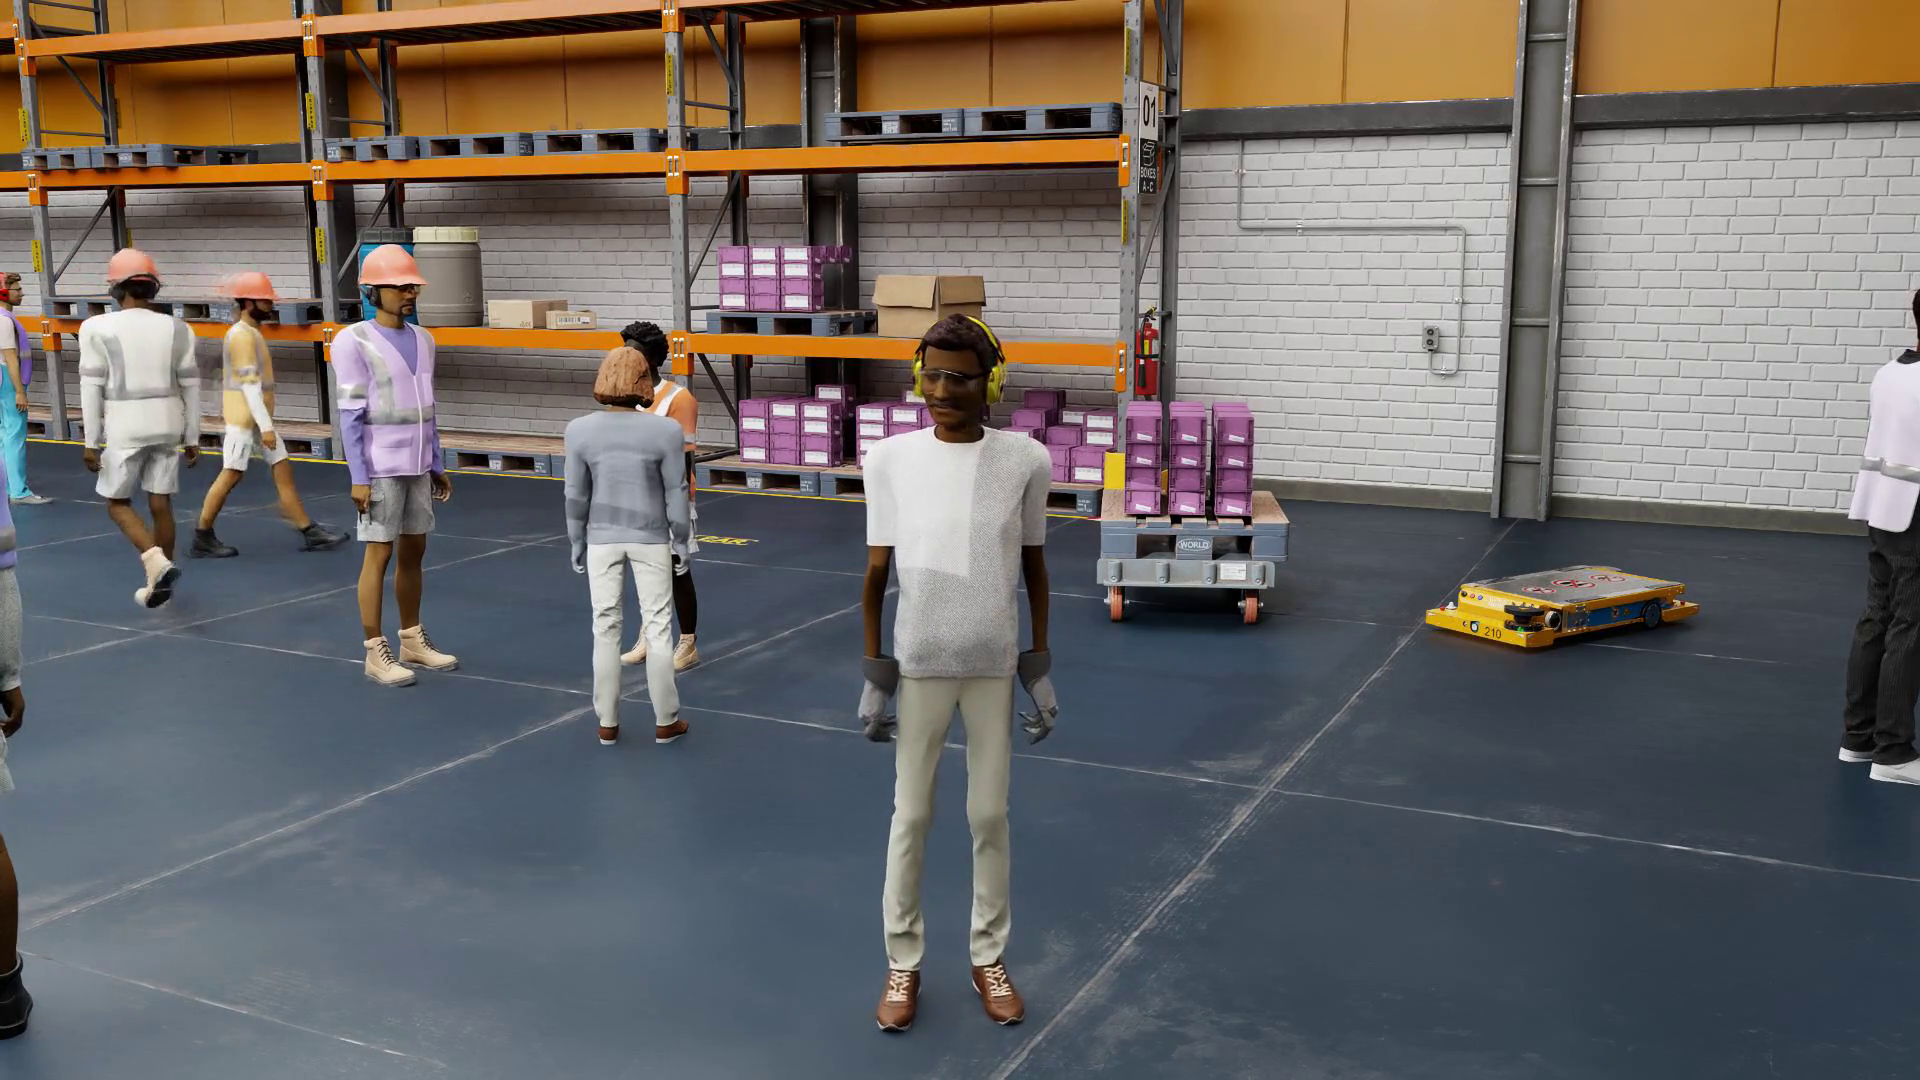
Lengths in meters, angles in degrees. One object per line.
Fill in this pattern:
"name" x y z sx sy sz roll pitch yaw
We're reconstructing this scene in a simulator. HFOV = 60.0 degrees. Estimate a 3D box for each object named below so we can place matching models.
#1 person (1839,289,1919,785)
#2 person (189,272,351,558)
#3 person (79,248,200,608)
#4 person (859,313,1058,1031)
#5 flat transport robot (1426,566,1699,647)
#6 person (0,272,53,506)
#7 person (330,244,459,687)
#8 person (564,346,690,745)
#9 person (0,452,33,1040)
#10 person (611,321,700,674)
"person" 3.628 -0.032 6.349 0.375 1.915 0.598 1 10 5
"person" -4.640 -0.813 10.939 1.012 1.881 0.565 -2 10 -13
"person" -4.514 -0.591 9.225 0.612 2.032 0.622 9 13 41
"person" -0.002 0.349 4.317 0.518 1.865 0.323 -1 10 -5
"flat transport robot" 3.251 0.338 8.940 1.431 0.197 0.652 -6 12 -32
"person" -7.530 -1.190 13.181 0.390 1.846 0.565 -8 13 -38
"person" -2.626 -0.350 7.805 0.378 2.045 0.605 4 11 23
"person" -1.355 0.029 6.811 0.503 1.632 0.274 0 10 0
"person" -2.624 0.344 4.128 0.545 1.942 0.349 -9 13 -42
"person" -1.468 -0.204 7.986 0.530 1.689 0.321 6 12 32
